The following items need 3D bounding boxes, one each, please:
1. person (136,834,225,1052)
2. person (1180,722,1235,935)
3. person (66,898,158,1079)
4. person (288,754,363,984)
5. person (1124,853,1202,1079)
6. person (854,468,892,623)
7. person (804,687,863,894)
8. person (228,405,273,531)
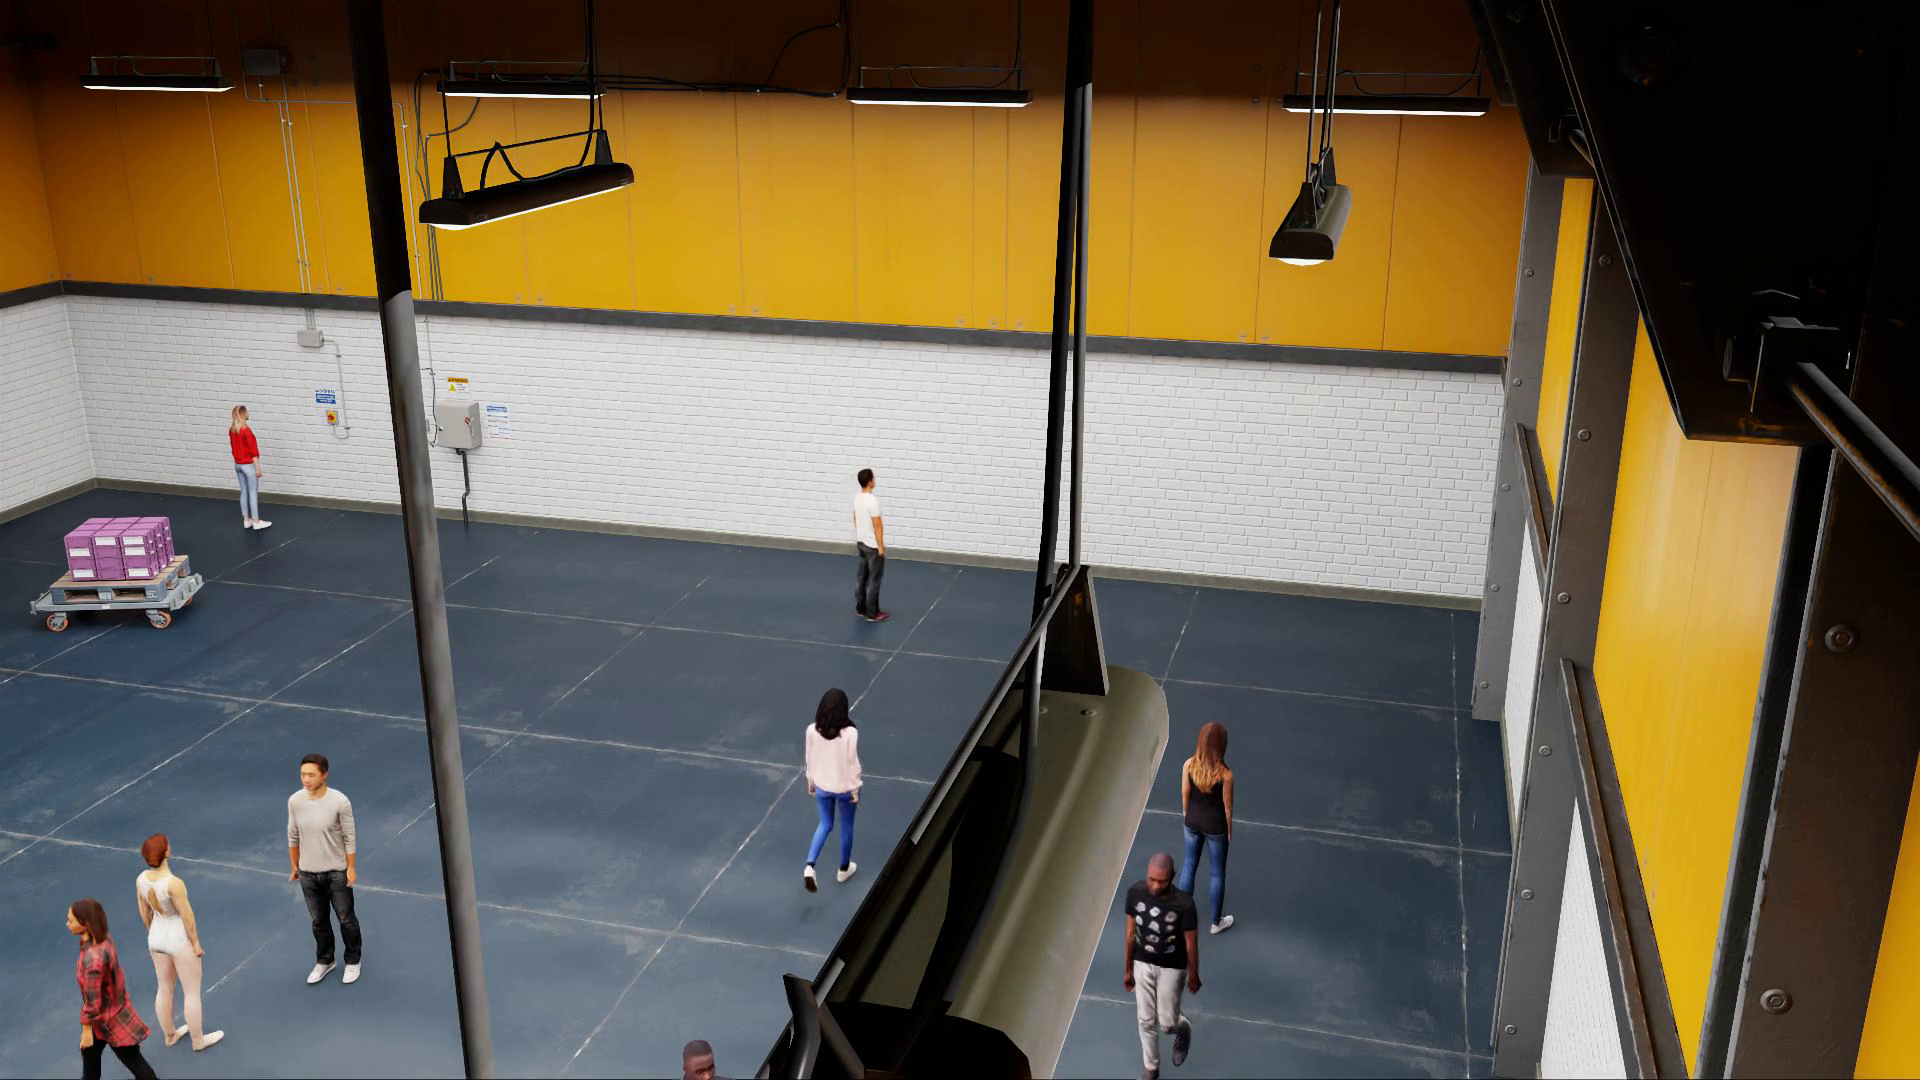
[{"bbox_3d":[-5.428,2.763,11.453,0.558,1.642,0.473,6,19,17],"label":"person"},{"bbox_3d":[1.914,2.224,12.928,0.648,1.721,0.605,12,22,31],"label":"person"},{"bbox_3d":[-5.331,3.026,10.618,1.021,1.676,0.977,-9,21,-25],"label":"person"},{"bbox_3d":[-4.674,2.400,12.262,0.696,1.812,0.630,0,19,1],"label":"person"},{"bbox_3d":[1.361,2.808,11.106,0.778,1.777,0.914,10,21,27],"label":"person"},{"bbox_3d":[-1.060,0.043,19.276,0.744,1.804,0.713,-13,23,-34],"label":"person"},{"bbox_3d":[-1.046,2.047,13.407,0.722,1.751,0.999,8,20,22],"label":"person"},{"bbox_3d":[-9.654,-0.988,22.493,0.665,1.704,0.595,11,21,29],"label":"person"}]
